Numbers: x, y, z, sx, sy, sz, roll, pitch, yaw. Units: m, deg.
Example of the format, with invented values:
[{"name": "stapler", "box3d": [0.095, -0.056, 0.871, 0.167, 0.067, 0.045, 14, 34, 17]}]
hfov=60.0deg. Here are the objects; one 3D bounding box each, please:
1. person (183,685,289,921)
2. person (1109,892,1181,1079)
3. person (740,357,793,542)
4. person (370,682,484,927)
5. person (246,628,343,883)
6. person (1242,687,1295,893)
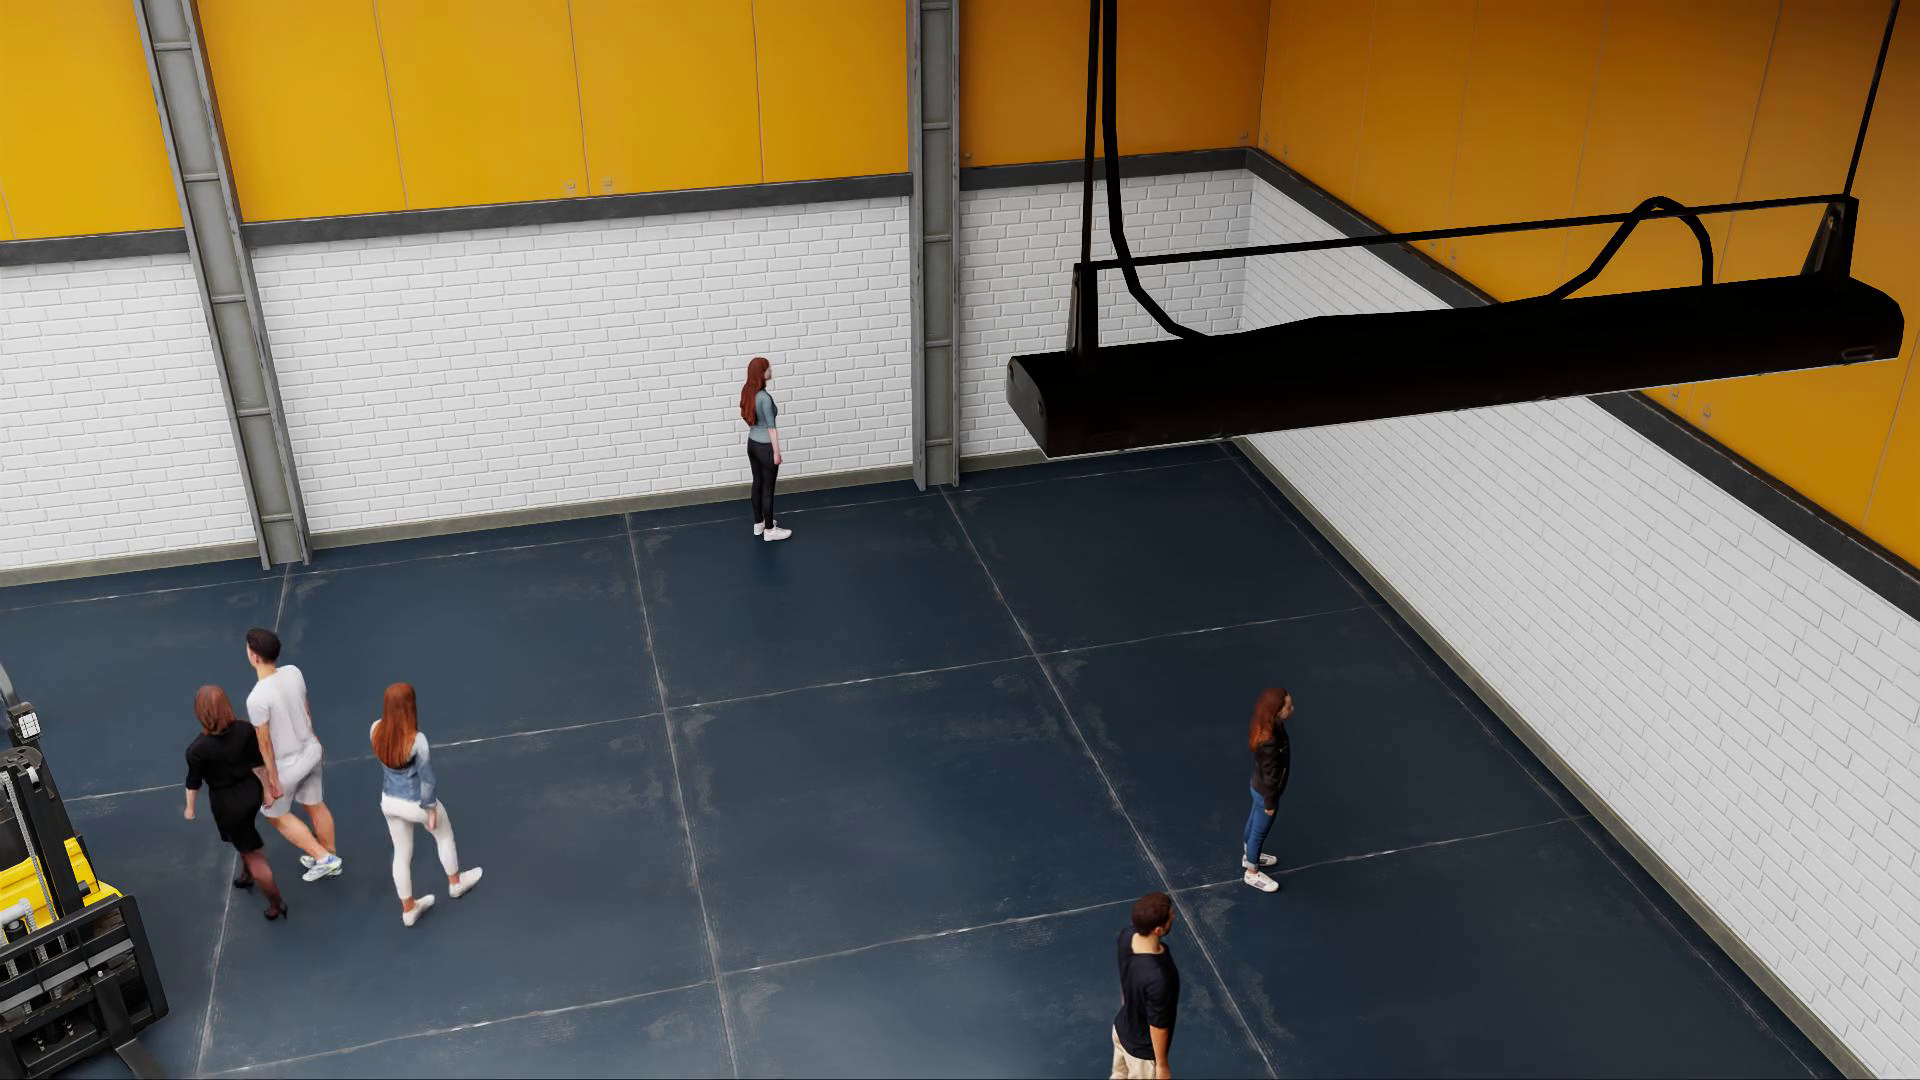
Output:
[{"name": "person", "box3d": [-4.438, 1.694, 10.375, 0.938, 1.681, 0.878, 14, 32, 25]}, {"name": "person", "box3d": [0.931, 2.570, 8.588, 0.545, 1.852, 0.630, -8, 30, -15]}, {"name": "person", "box3d": [-1.765, -0.819, 14.916, 0.650, 1.743, 0.657, -19, 34, -31]}, {"name": "person", "box3d": [-3.491, 1.698, 10.368, 0.893, 1.679, 0.925, 10, 30, 17]}, {"name": "person", "box3d": [-4.235, 1.430, 10.704, 0.885, 1.829, 0.855, 7, 29, 12]}, {"name": "person", "box3d": [1.984, 1.581, 10.787, 0.613, 1.483, 0.625, 3, 29, 6]}]
